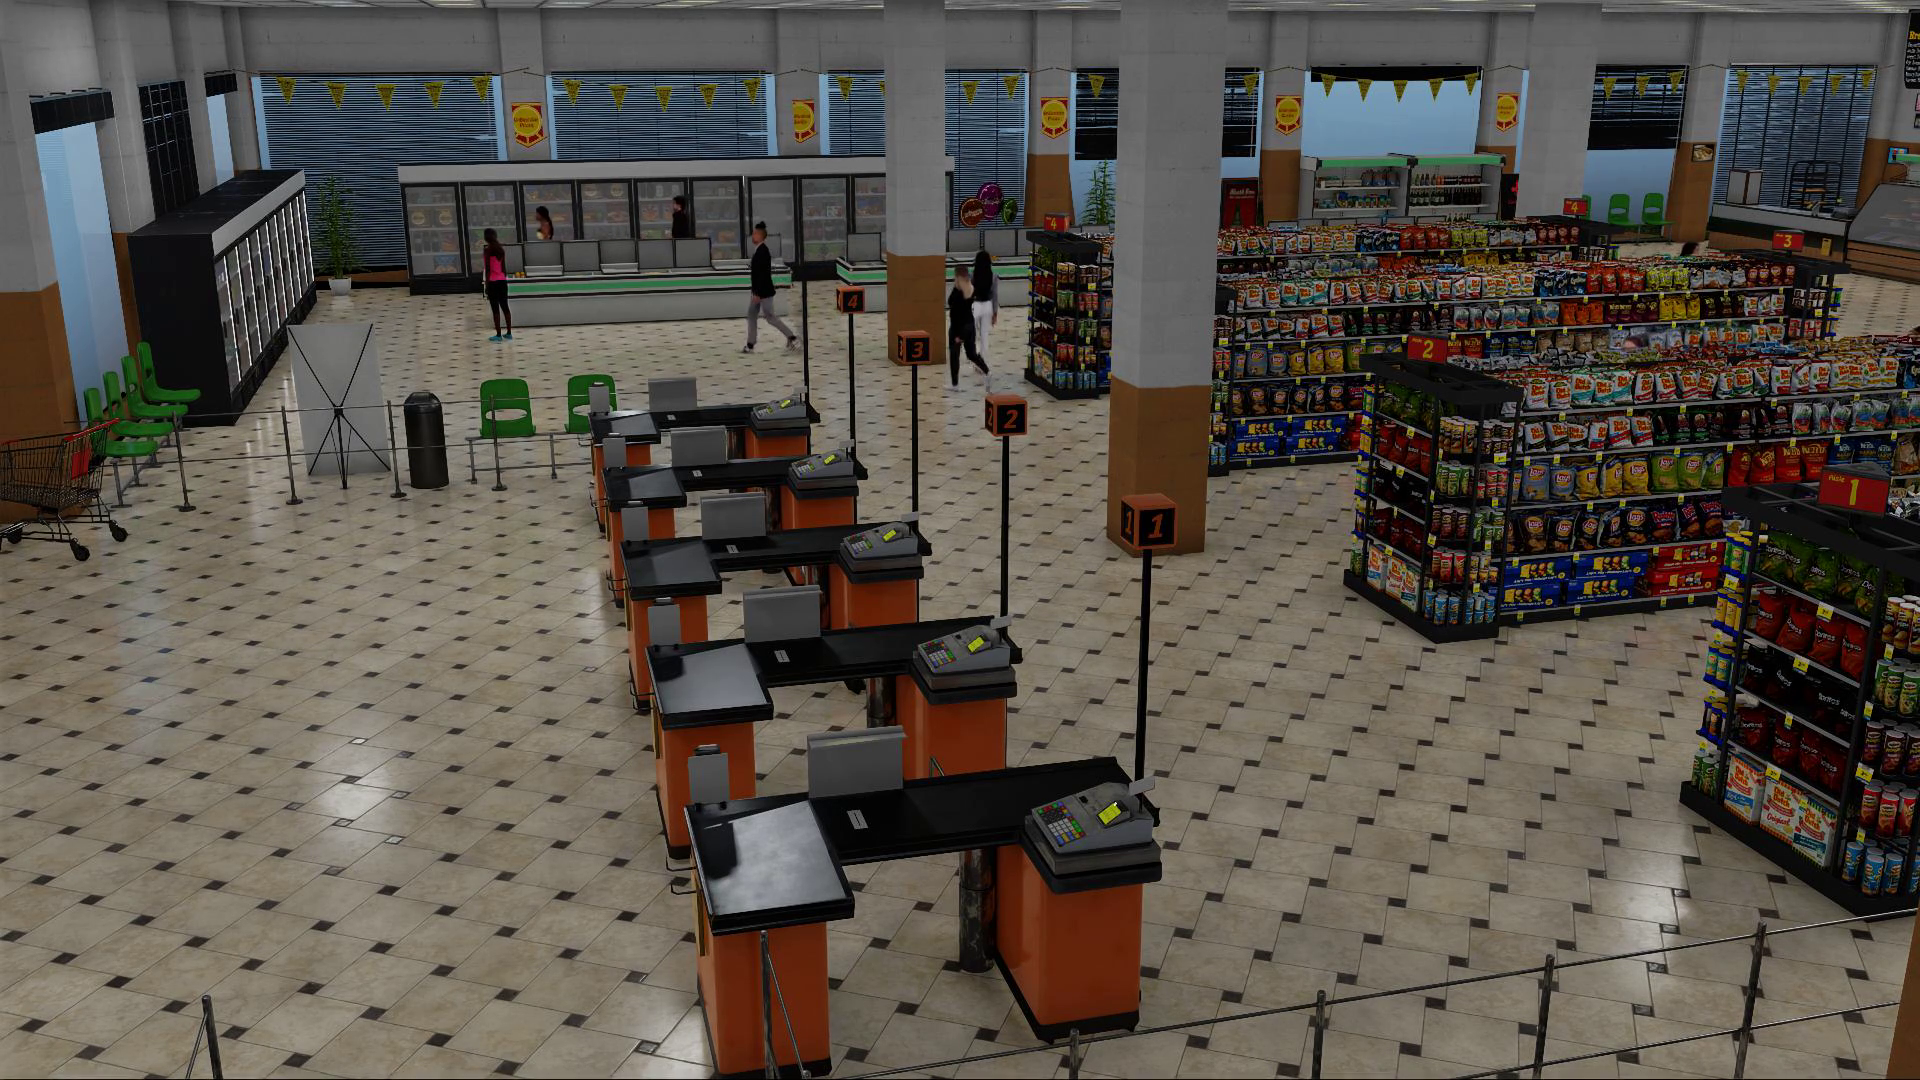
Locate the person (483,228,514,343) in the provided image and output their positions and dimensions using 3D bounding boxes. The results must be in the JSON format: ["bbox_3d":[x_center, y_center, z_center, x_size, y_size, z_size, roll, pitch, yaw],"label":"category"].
[{"bbox_3d":[-7.107,-3.921,25.506,0.725,1.724,0.654,12,20,34],"label":"person"}]

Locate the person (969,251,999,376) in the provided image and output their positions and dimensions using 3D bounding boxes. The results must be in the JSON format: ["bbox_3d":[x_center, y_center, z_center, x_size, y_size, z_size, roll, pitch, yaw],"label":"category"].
[{"bbox_3d":[0.296,-3.090,22.781,0.785,1.716,0.712,-3,17,-9],"label":"person"}]

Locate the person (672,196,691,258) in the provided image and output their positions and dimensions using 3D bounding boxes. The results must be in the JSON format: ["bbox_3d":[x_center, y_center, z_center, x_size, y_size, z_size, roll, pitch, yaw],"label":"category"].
[{"bbox_3d":[-4.803,-5.094,29.190,0.882,1.827,0.740,-4,17,-12],"label":"person"}]

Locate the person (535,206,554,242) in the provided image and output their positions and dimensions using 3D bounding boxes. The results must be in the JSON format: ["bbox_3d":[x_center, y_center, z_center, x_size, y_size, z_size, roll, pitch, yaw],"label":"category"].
[{"bbox_3d":[-6.980,-4.809,28.425,1.080,1.727,0.590,-4,17,-12],"label":"person"}]

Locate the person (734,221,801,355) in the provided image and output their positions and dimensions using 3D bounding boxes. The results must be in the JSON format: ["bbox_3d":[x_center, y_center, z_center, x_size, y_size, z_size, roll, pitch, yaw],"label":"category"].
[{"bbox_3d":[-2.787,-3.645,24.261,1.199,1.918,0.750,-6,18,-18],"label":"person"}]

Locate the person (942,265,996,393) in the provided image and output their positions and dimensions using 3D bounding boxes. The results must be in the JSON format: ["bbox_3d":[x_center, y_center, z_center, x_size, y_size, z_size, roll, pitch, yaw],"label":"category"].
[{"bbox_3d":[0.117,-2.710,21.616,1.037,1.667,1.067,13,21,37],"label":"person"}]
